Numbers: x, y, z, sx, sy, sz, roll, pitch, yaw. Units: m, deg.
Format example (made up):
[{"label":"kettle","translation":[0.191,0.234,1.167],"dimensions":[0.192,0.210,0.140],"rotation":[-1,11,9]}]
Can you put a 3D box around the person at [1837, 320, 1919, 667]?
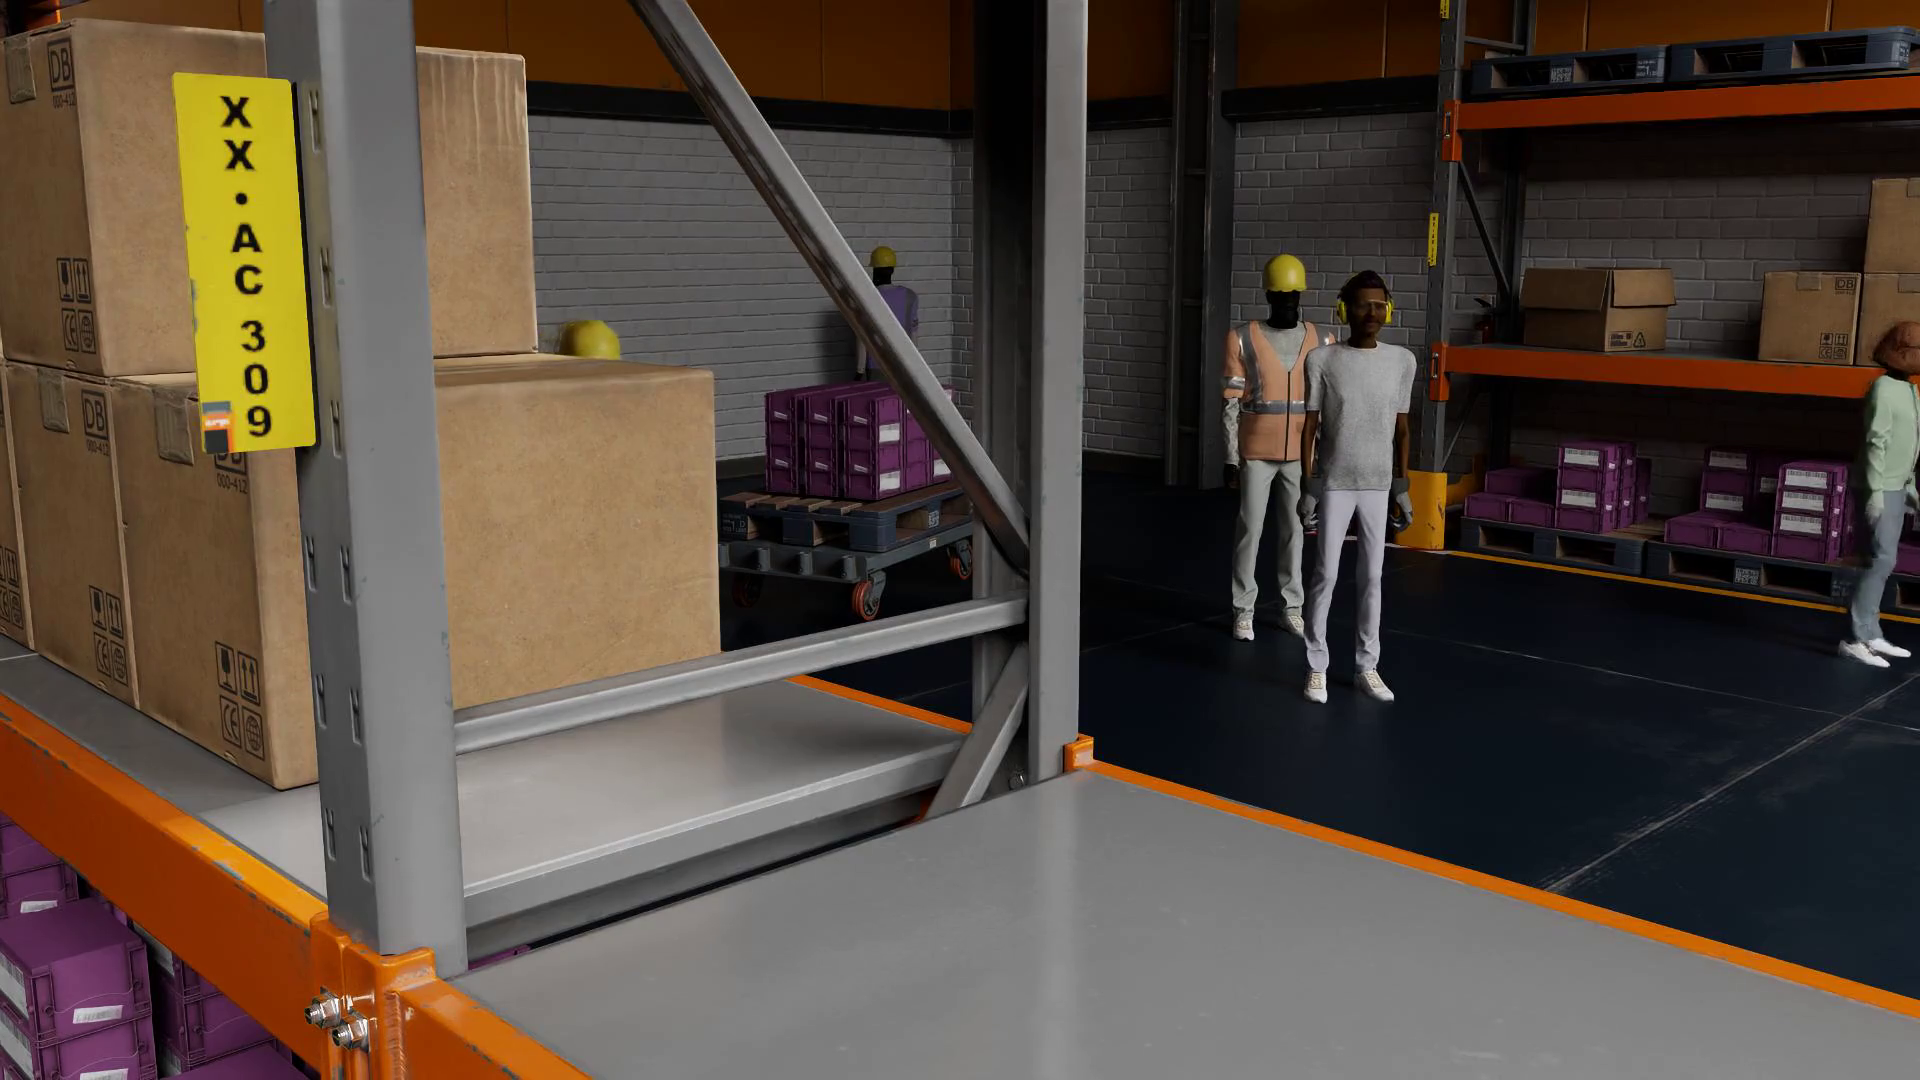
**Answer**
[{"label":"person","translation":[4.415,-0.216,7.874],"dimensions":[0.330,1.626,0.510],"rotation":[9,14,42]}]

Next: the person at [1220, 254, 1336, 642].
[{"label":"person","translation":[1.591,-0.452,8.317],"dimensions":[0.588,1.927,0.370],"rotation":[-2,11,-9]}]

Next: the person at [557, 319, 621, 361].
[{"label":"person","translation":[-1.230,0.136,5.597],"dimensions":[0.540,1.747,0.505],"rotation":[-10,14,-43]}]

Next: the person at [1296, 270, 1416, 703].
[{"label":"person","translation":[1.718,-0.223,7.214],"dimensions":[0.513,1.876,0.328],"rotation":[-1,10,-4]}]

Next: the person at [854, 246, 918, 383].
[{"label":"person","translation":[-0.631,-1.504,14.049],"dimensions":[0.589,1.929,0.365],"rotation":[-6,12,-31]}]
